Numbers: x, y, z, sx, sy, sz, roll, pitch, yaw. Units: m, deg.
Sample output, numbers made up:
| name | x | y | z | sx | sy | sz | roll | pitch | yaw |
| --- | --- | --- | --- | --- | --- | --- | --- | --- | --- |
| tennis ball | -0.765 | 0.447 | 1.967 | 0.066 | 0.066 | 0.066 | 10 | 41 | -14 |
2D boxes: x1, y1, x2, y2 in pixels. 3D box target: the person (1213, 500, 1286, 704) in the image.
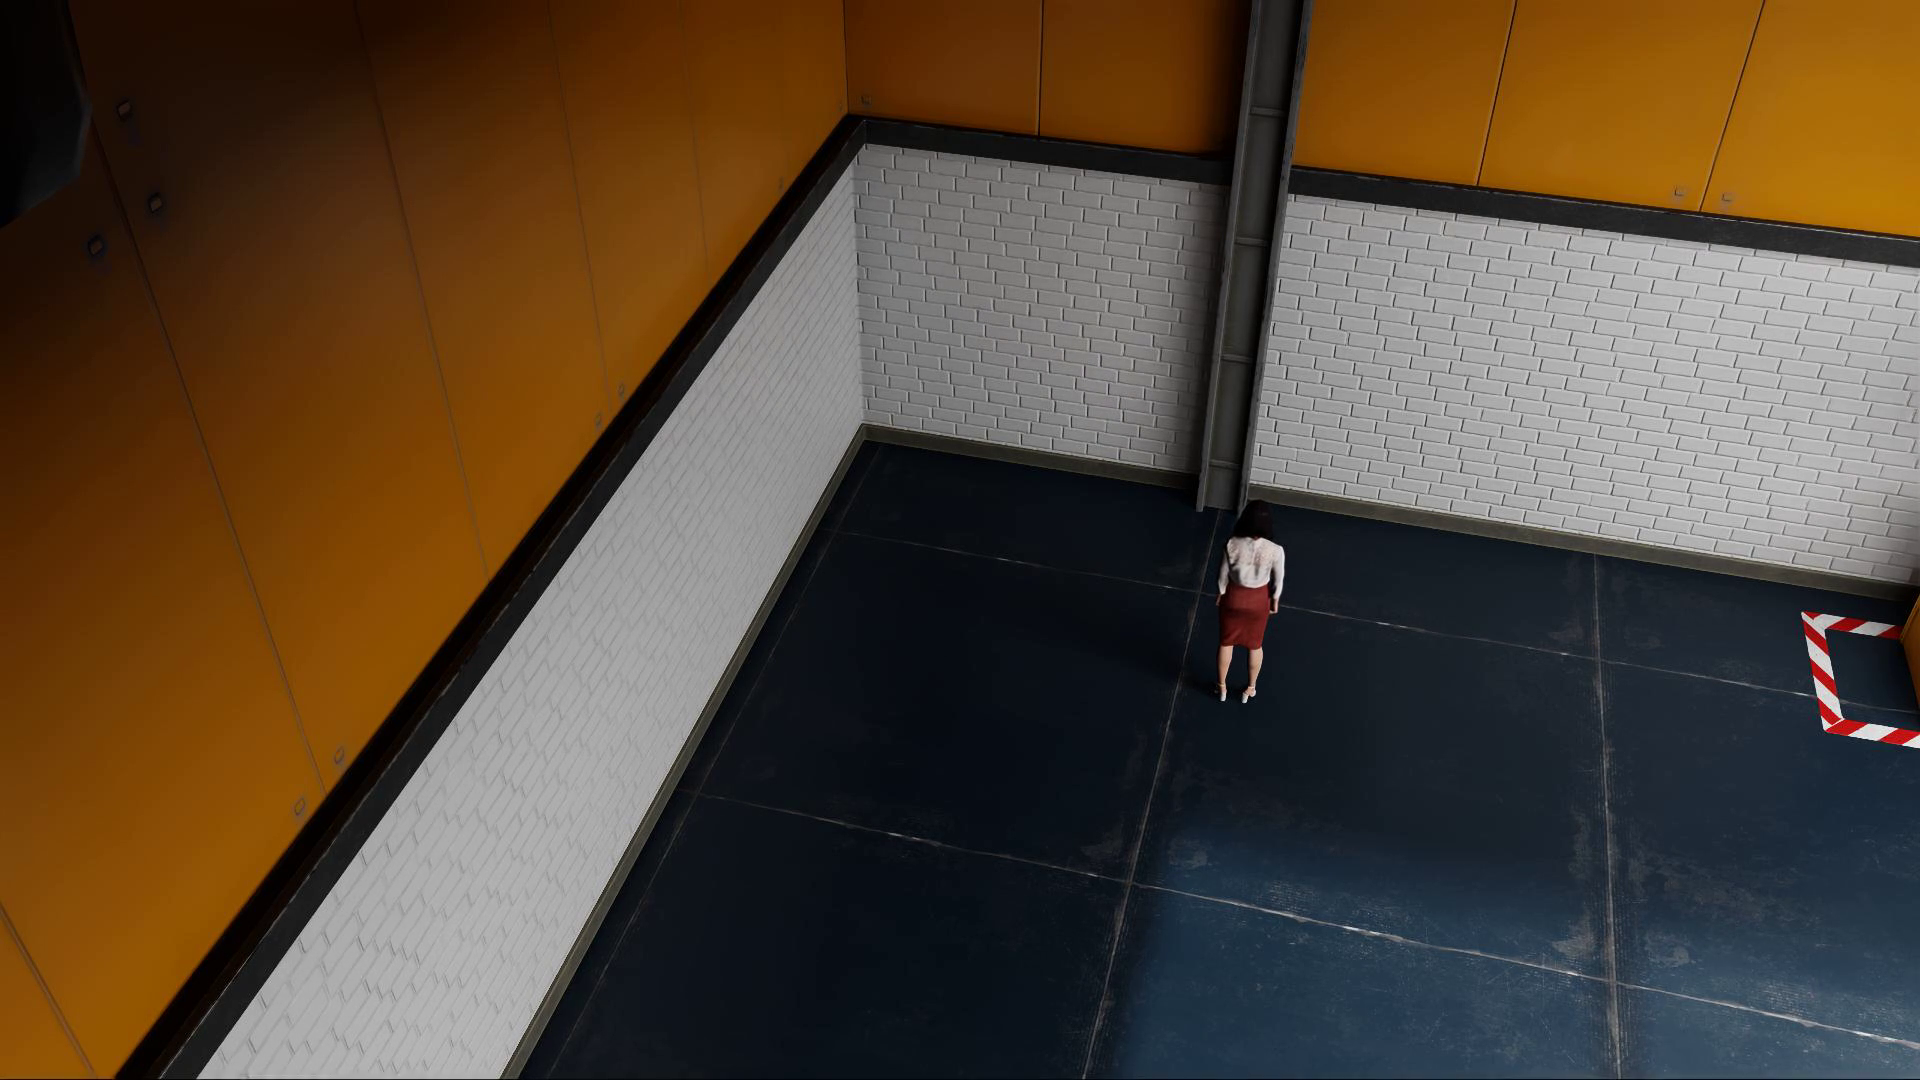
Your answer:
| name | x | y | z | sx | sy | sz | roll | pitch | yaw |
| --- | --- | --- | --- | --- | --- | --- | --- | --- | --- |
| person | 1.989 | 0.441 | 11.580 | 0.467 | 1.750 | 0.676 | 6 | 39 | 8 |
